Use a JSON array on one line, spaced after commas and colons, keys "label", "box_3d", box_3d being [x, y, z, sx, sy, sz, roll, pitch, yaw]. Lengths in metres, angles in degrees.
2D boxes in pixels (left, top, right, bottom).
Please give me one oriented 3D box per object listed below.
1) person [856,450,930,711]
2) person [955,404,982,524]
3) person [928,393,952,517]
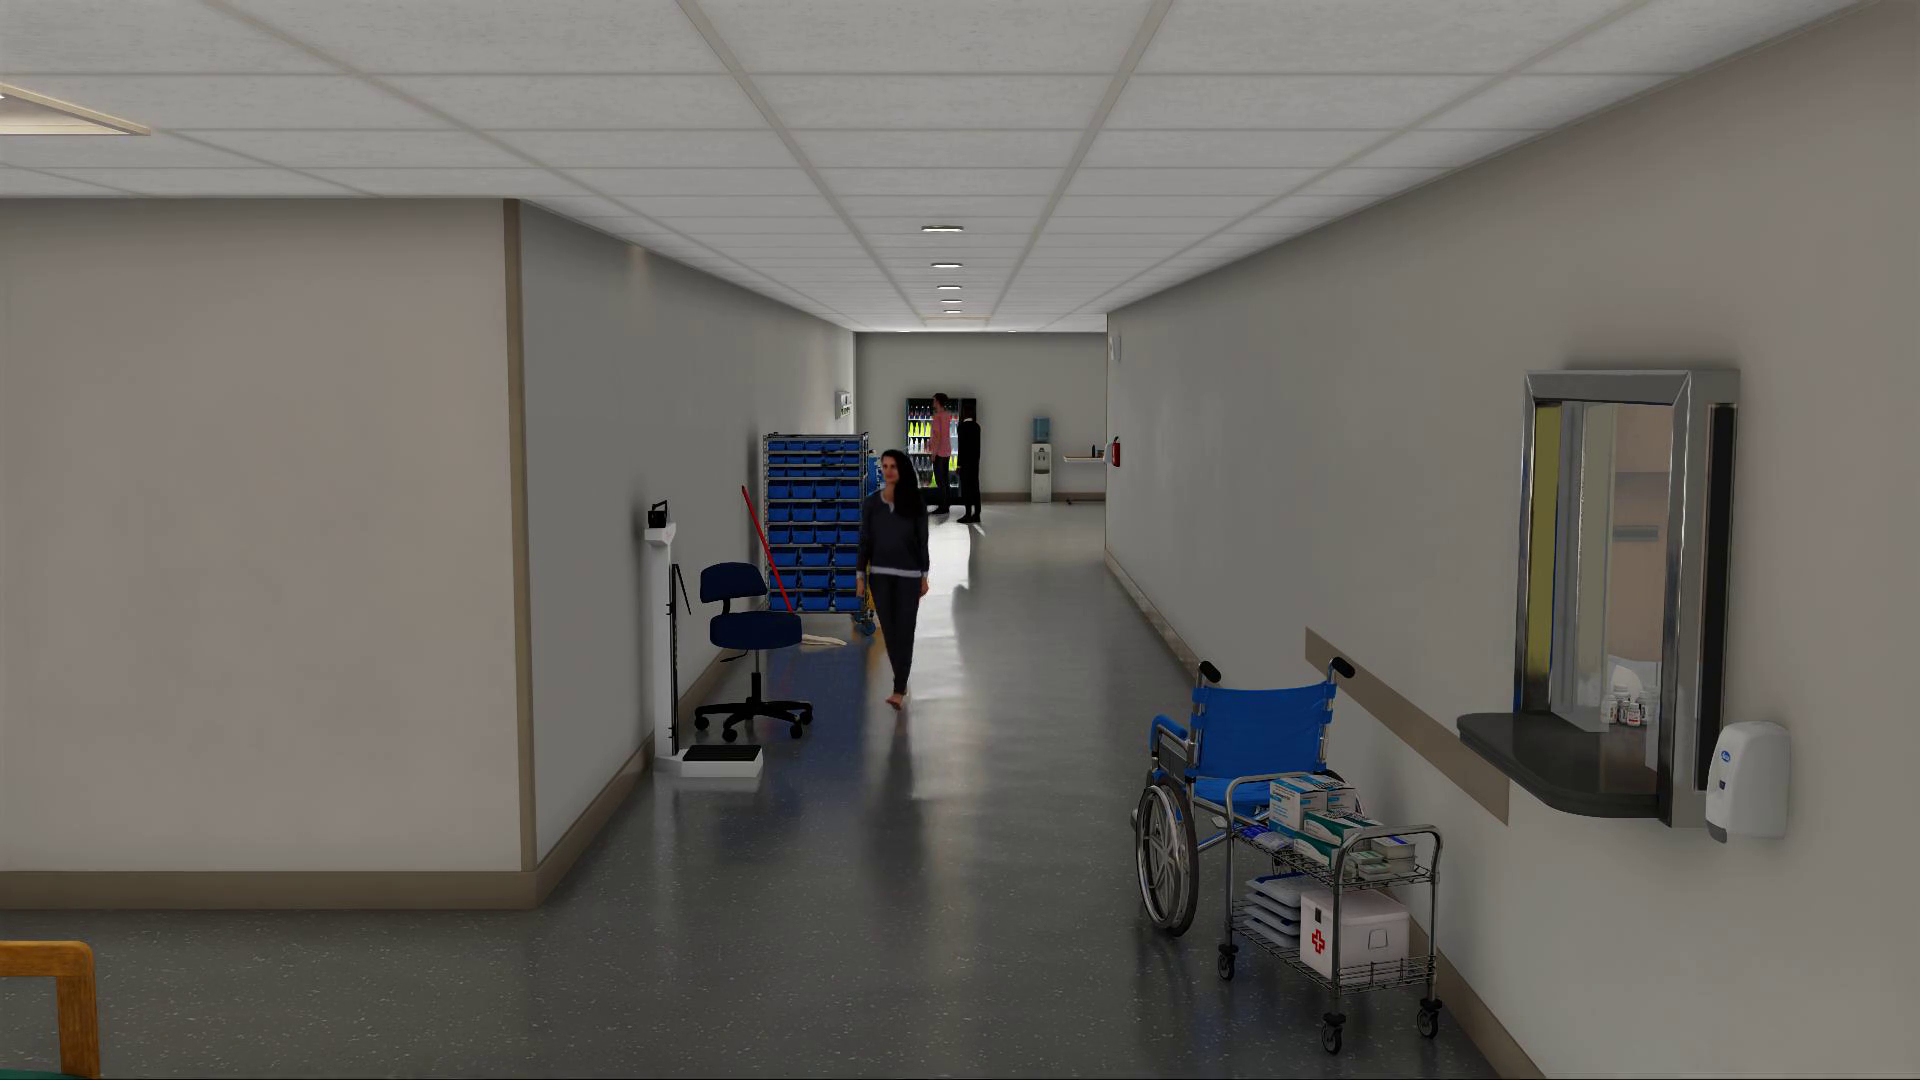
[{"label": "person", "box_3d": [-0.427, 0.274, 11.377, 1.030, 1.726, 0.817, 1, 6, 11]}, {"label": "person", "box_3d": [0.148, -1.176, 25.380, 0.761, 1.808, 0.705, 5, 8, 43]}, {"label": "person", "box_3d": [-0.296, -1.383, 26.687, 0.665, 1.959, 0.688, 2, 6, 20]}]
